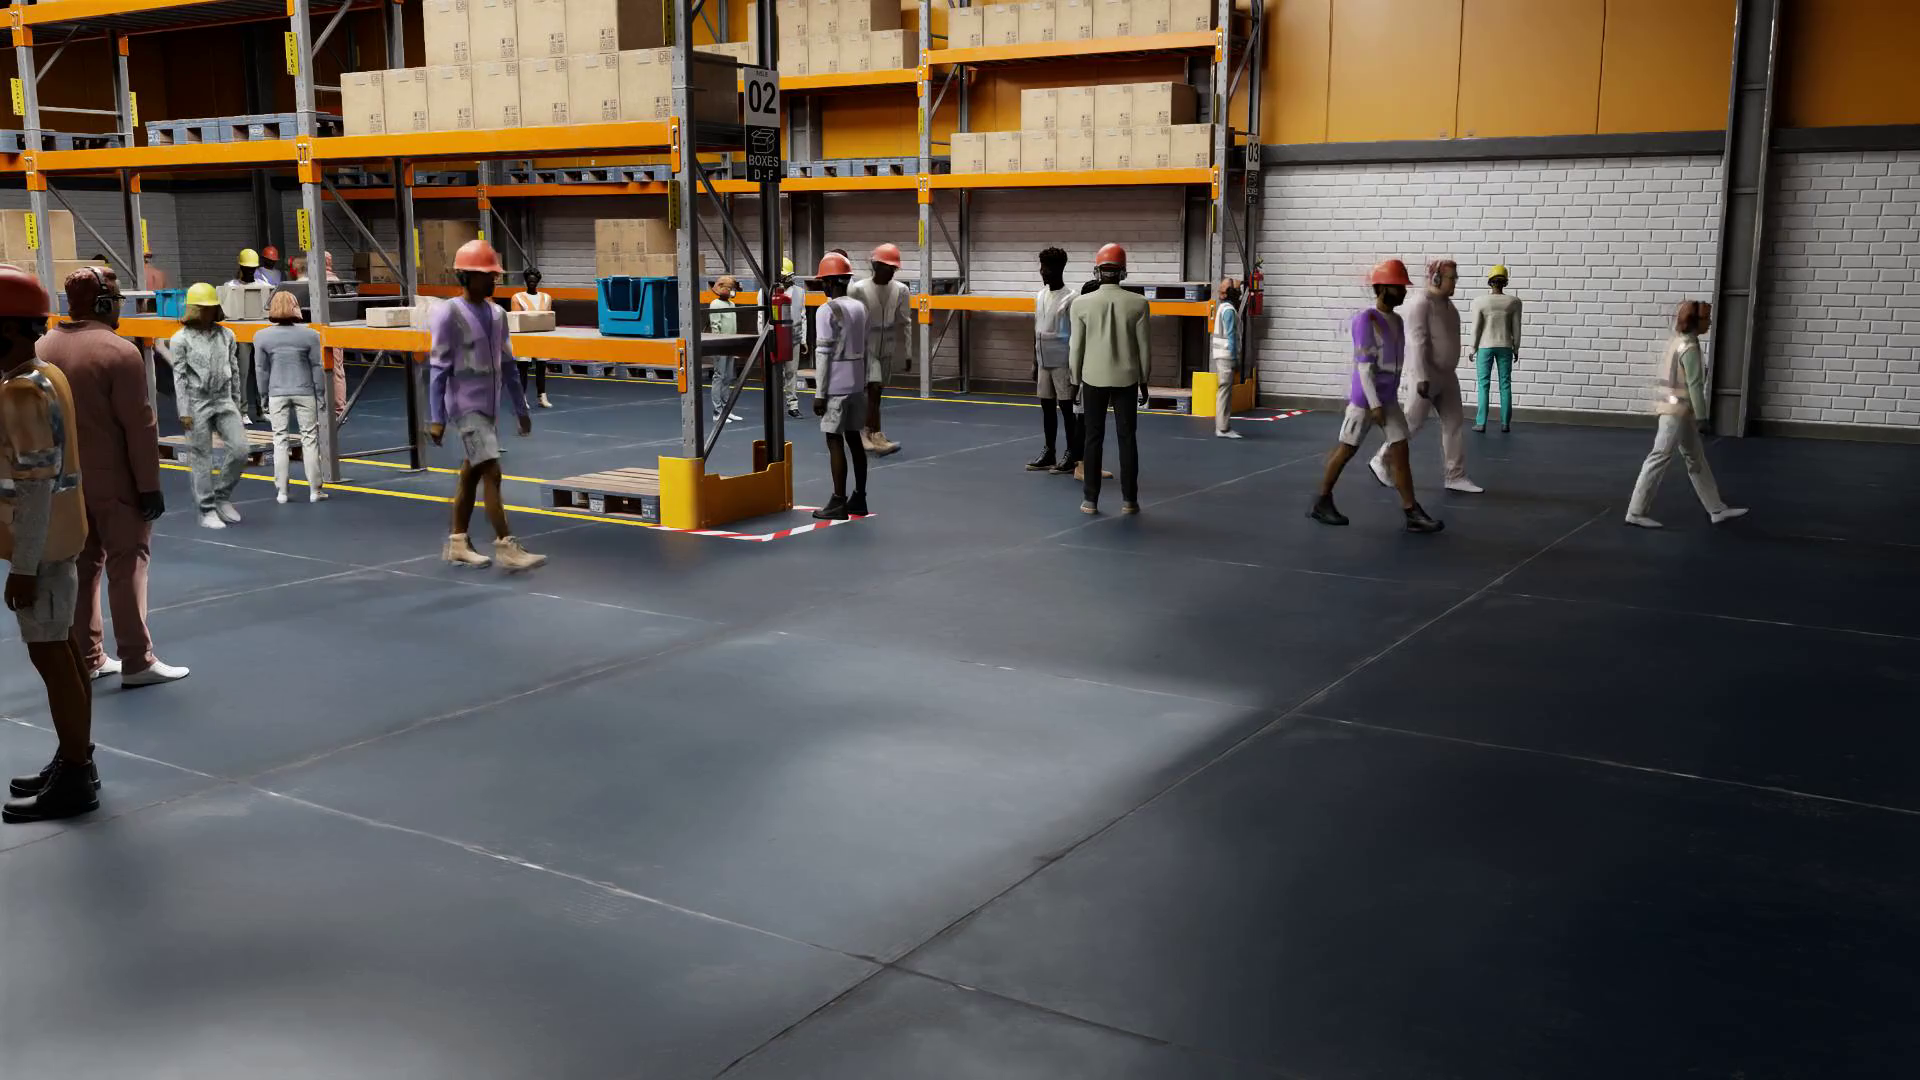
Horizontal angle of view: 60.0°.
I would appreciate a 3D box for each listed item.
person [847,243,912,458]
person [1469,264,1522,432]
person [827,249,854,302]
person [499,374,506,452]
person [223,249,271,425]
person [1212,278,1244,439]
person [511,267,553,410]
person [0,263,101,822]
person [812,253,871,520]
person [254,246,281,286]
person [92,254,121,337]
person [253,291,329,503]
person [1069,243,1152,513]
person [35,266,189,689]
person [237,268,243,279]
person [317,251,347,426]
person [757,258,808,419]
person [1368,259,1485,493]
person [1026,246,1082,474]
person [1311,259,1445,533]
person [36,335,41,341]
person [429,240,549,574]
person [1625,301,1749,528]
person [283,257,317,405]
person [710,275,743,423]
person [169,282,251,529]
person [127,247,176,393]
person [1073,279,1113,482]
[{"bbox_3d":[-0.775,-1.776,15.613,0.641,1.976,1.048,-5,11,-26],"label":"person"},{"bbox_3d":[5.637,-2.013,17.549,0.533,1.767,0.326,0,10,2],"label":"person"},{"bbox_3d":[-1.376,-2.409,19.316,0.391,1.920,0.593,1,10,6],"label":"person"},{"bbox_3d":[-4.542,-1.682,15.714,0.312,1.769,0.522,7,12,35],"label":"person"},{"bbox_3d":[-7.794,-2.231,18.319,0.383,1.923,0.588,8,13,36],"label":"person"},{"bbox_3d":[2.742,-1.858,17.041,0.313,1.640,0.518,1,10,4],"label":"person"},{"bbox_3d":[-5.110,-2.409,19.922,0.538,1.698,0.320,-9,13,-40],"label":"person"},{"bbox_3d":[-3.258,0.012,5.840,0.347,1.943,0.544,-4,11,-22],"label":"person"},{"bbox_3d":[-0.886,-1.112,12.113,0.382,1.930,0.541,6,12,32],"label":"person"},{"bbox_3d":[-10.614,-3.554,25.642,0.381,1.927,0.542,4,11,19],"label":"person"},{"bbox_3d":[-11.739,-2.987,22.770,0.521,1.839,0.855,-4,11,-19],"label":"person"},{"bbox_3d":[-5.150,-1.096,12.827,0.500,1.636,0.285,-2,11,-13],"label":"person"},{"bbox_3d":[1.111,-1.183,12.311,0.608,1.995,0.377,1,10,3],"label":"person"},{"bbox_3d":[-3.870,-0.281,7.559,0.652,1.906,0.402,4,11,21],"label":"person"},{"bbox_3d":[-10.634,-3.269,24.868,0.498,1.634,0.278,-4,11,-23],"label":"person"},{"bbox_3d":[-6.956,-2.210,18.245,0.407,1.910,0.639,-2,10,-12],"label":"person"},{"bbox_3d":[-1.991,-2.266,18.792,0.588,1.822,0.403,-5,11,-26],"label":"person"},{"bbox_3d":[3.799,-1.328,13.449,0.647,1.876,0.888,-8,13,-38],"label":"person"},{"bbox_3d":[0.833,-1.555,14.450,0.362,1.963,0.614,-8,13,-36],"label":"person"},{"bbox_3d":[2.902,-0.996,11.589,0.543,1.895,1.010,-8,13,-39],"label":"person"},{"bbox_3d":[-10.878,-2.546,20.043,0.359,1.930,0.588,5,11,25],"label":"person"},{"bbox_3d":[-2.810,-0.791,10.086,0.908,2.009,0.642,4,11,19],"label":"person"},{"bbox_3d":[5.122,-0.860,11.634,0.856,1.593,0.539,3,11,17],"label":"person"},{"bbox_3d":[-7.839,-2.490,20.053,0.515,1.809,0.602,3,11,17],"label":"person"},{"bbox_3d":[-2.612,-2.122,18.520,0.281,1.632,0.499,3,11,17],"label":"person"},{"bbox_3d":[-5.249,-0.931,11.652,0.398,1.726,0.503,7,12,34],"label":"person"},{"bbox_3d":[-10.628,-2.921,21.969,0.664,1.979,0.630,3,11,17],"label":"person"},{"bbox_3d":[1.114,-1.334,13.975,0.318,1.697,0.536,5,11,27],"label":"person"}]
